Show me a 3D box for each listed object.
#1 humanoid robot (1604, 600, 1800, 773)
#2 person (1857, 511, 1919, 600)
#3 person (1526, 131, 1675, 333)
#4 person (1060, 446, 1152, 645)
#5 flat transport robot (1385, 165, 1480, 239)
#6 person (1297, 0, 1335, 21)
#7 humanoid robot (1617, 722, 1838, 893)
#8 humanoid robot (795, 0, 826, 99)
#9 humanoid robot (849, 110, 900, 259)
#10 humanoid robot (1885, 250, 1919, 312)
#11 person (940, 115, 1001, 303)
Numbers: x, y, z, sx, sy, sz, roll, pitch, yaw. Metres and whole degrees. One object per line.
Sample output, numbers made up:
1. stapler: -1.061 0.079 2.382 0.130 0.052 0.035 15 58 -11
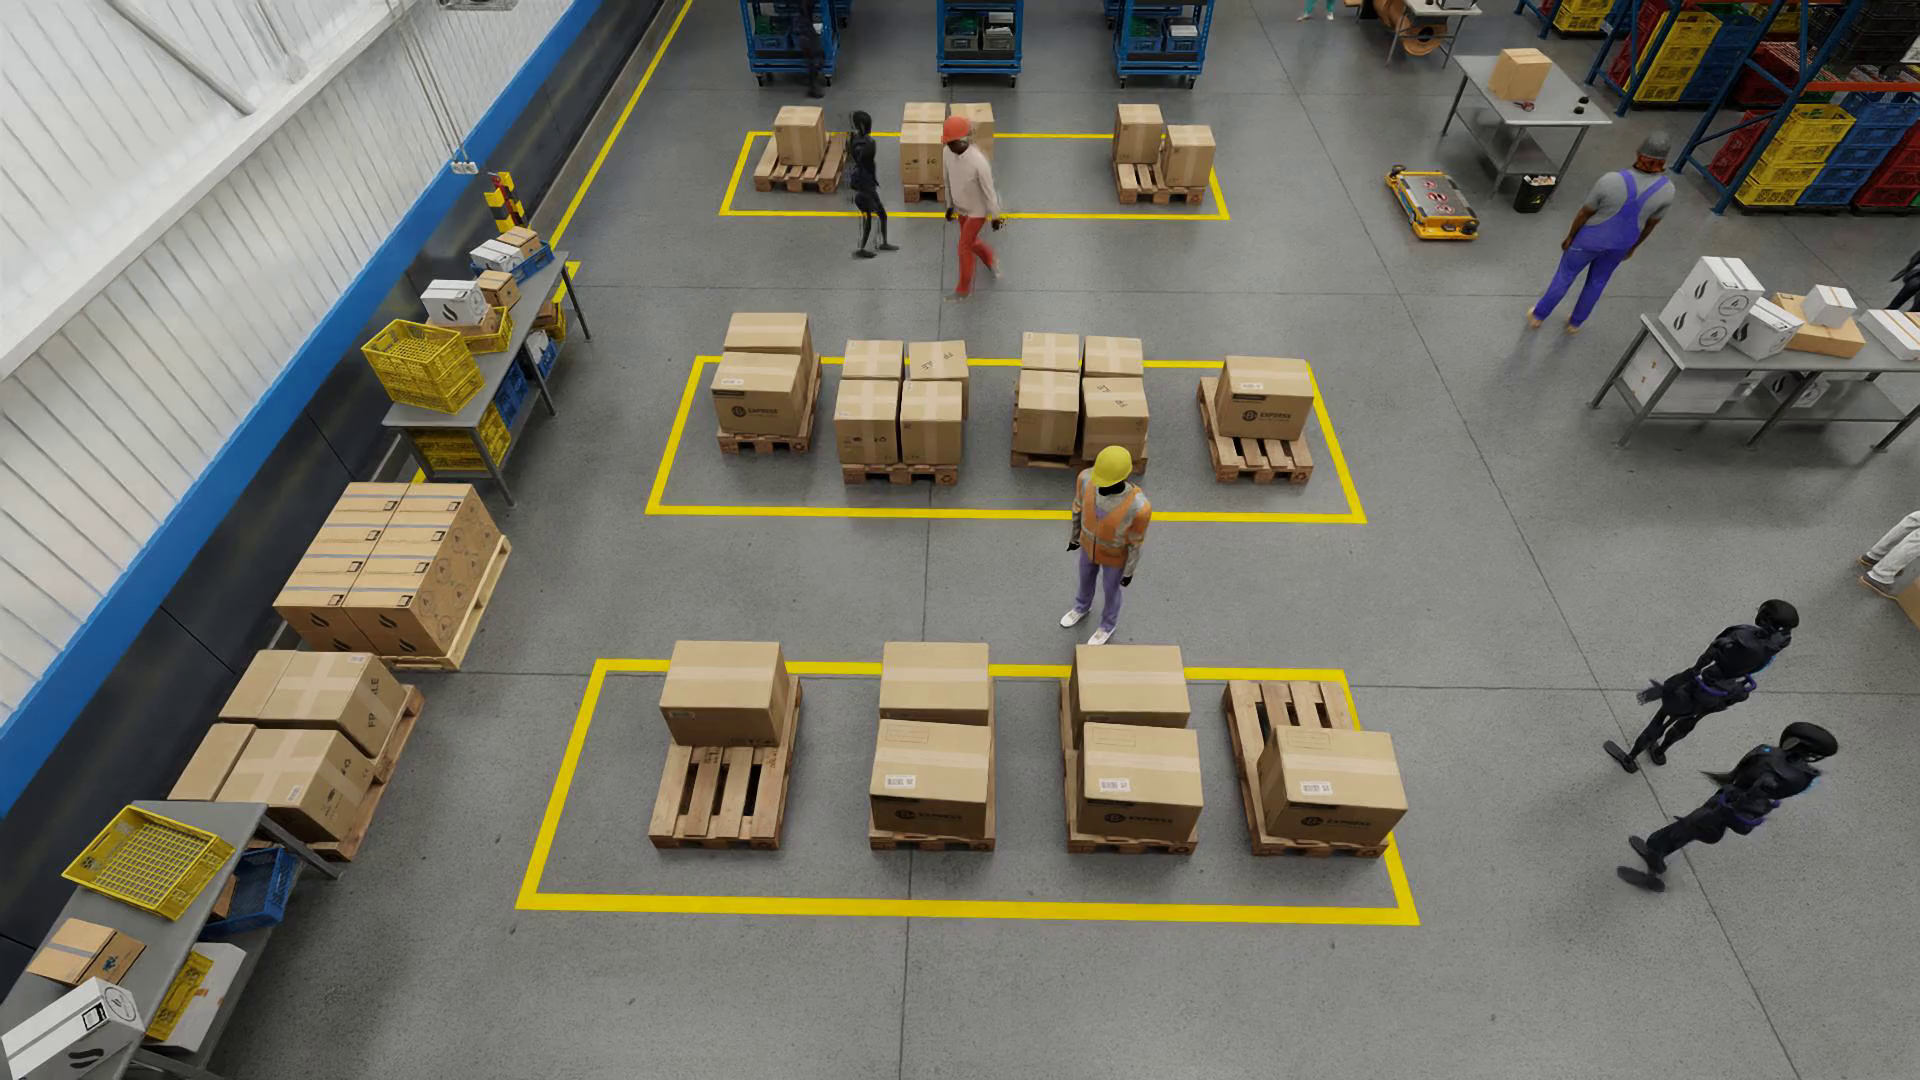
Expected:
1. humanoid robot: 4.679 0.936 5.784 0.603 1.653 0.315 -7 50 -6
2. person: 7.442 -0.317 6.740 0.356 1.883 0.571 28 55 22
3. person: 6.277 -2.971 8.934 0.680 2.000 0.535 12 50 10
4. person: 0.989 0.062 6.392 0.579 1.919 0.394 34 57 26
5. flat transport robot: 5.692 -4.094 11.059 0.652 0.197 1.431 1 49 1
6. person: 5.894 -9.197 14.531 0.630 1.723 0.541 -35 58 -27
7. humanoid robot: 4.379 1.520 5.286 0.593 1.652 0.360 -26 54 -21
8. humanoid robot: -2.008 -6.974 12.630 0.477 1.650 0.588 7 50 6
9. humanoid robot: -0.935 -3.819 9.916 0.597 1.636 0.613 6 49 5
10. humanoid robot: 9.236 -2.472 8.731 0.326 1.657 0.591 3 49 3
11. person: 0.164 -3.418 9.388 0.821 1.942 0.613 -29 55 -23
